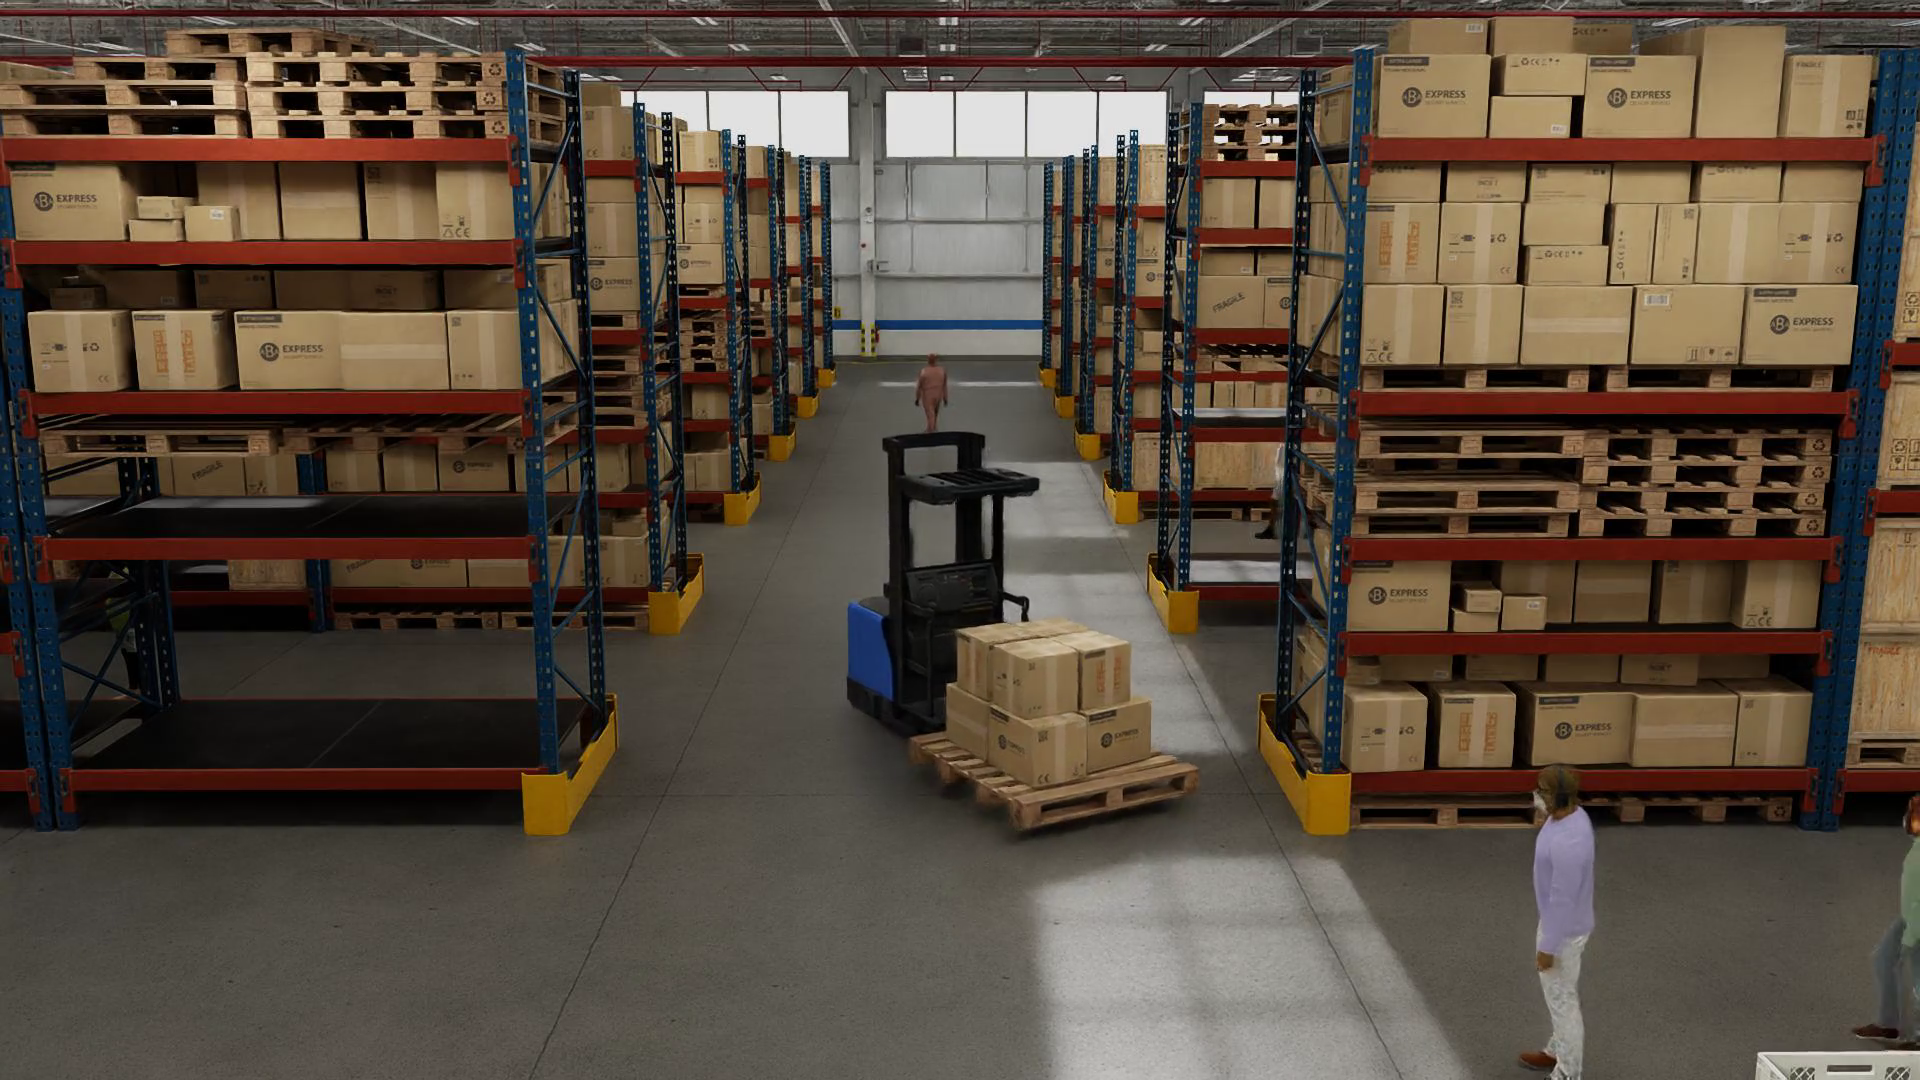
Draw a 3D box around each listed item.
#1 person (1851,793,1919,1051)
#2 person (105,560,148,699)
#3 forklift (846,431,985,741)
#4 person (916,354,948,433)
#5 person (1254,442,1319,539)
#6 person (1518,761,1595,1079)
[{"bbox_3d":[5.493,2.242,9.707,0.557,1.614,0.523,5,12,23],"label":"person"},{"bbox_3d":[-8.285,0.833,16.513,0.320,1.698,0.531,-11,15,-42],"label":"person"},{"bbox_3d":[-0.252,0.377,15.834,1.129,2.768,1.873,-6,13,-29],"label":"forklift"},{"bbox_3d":[-0.619,-3.010,35.174,0.664,1.852,0.986,-5,13,-25],"label":"person"},{"bbox_3d":[4.896,-0.935,24.745,0.890,1.911,0.549,2,12,11],"label":"person"},{"bbox_3d":[3.354,2.171,9.317,0.371,1.932,0.636,4,12,20],"label":"person"}]
